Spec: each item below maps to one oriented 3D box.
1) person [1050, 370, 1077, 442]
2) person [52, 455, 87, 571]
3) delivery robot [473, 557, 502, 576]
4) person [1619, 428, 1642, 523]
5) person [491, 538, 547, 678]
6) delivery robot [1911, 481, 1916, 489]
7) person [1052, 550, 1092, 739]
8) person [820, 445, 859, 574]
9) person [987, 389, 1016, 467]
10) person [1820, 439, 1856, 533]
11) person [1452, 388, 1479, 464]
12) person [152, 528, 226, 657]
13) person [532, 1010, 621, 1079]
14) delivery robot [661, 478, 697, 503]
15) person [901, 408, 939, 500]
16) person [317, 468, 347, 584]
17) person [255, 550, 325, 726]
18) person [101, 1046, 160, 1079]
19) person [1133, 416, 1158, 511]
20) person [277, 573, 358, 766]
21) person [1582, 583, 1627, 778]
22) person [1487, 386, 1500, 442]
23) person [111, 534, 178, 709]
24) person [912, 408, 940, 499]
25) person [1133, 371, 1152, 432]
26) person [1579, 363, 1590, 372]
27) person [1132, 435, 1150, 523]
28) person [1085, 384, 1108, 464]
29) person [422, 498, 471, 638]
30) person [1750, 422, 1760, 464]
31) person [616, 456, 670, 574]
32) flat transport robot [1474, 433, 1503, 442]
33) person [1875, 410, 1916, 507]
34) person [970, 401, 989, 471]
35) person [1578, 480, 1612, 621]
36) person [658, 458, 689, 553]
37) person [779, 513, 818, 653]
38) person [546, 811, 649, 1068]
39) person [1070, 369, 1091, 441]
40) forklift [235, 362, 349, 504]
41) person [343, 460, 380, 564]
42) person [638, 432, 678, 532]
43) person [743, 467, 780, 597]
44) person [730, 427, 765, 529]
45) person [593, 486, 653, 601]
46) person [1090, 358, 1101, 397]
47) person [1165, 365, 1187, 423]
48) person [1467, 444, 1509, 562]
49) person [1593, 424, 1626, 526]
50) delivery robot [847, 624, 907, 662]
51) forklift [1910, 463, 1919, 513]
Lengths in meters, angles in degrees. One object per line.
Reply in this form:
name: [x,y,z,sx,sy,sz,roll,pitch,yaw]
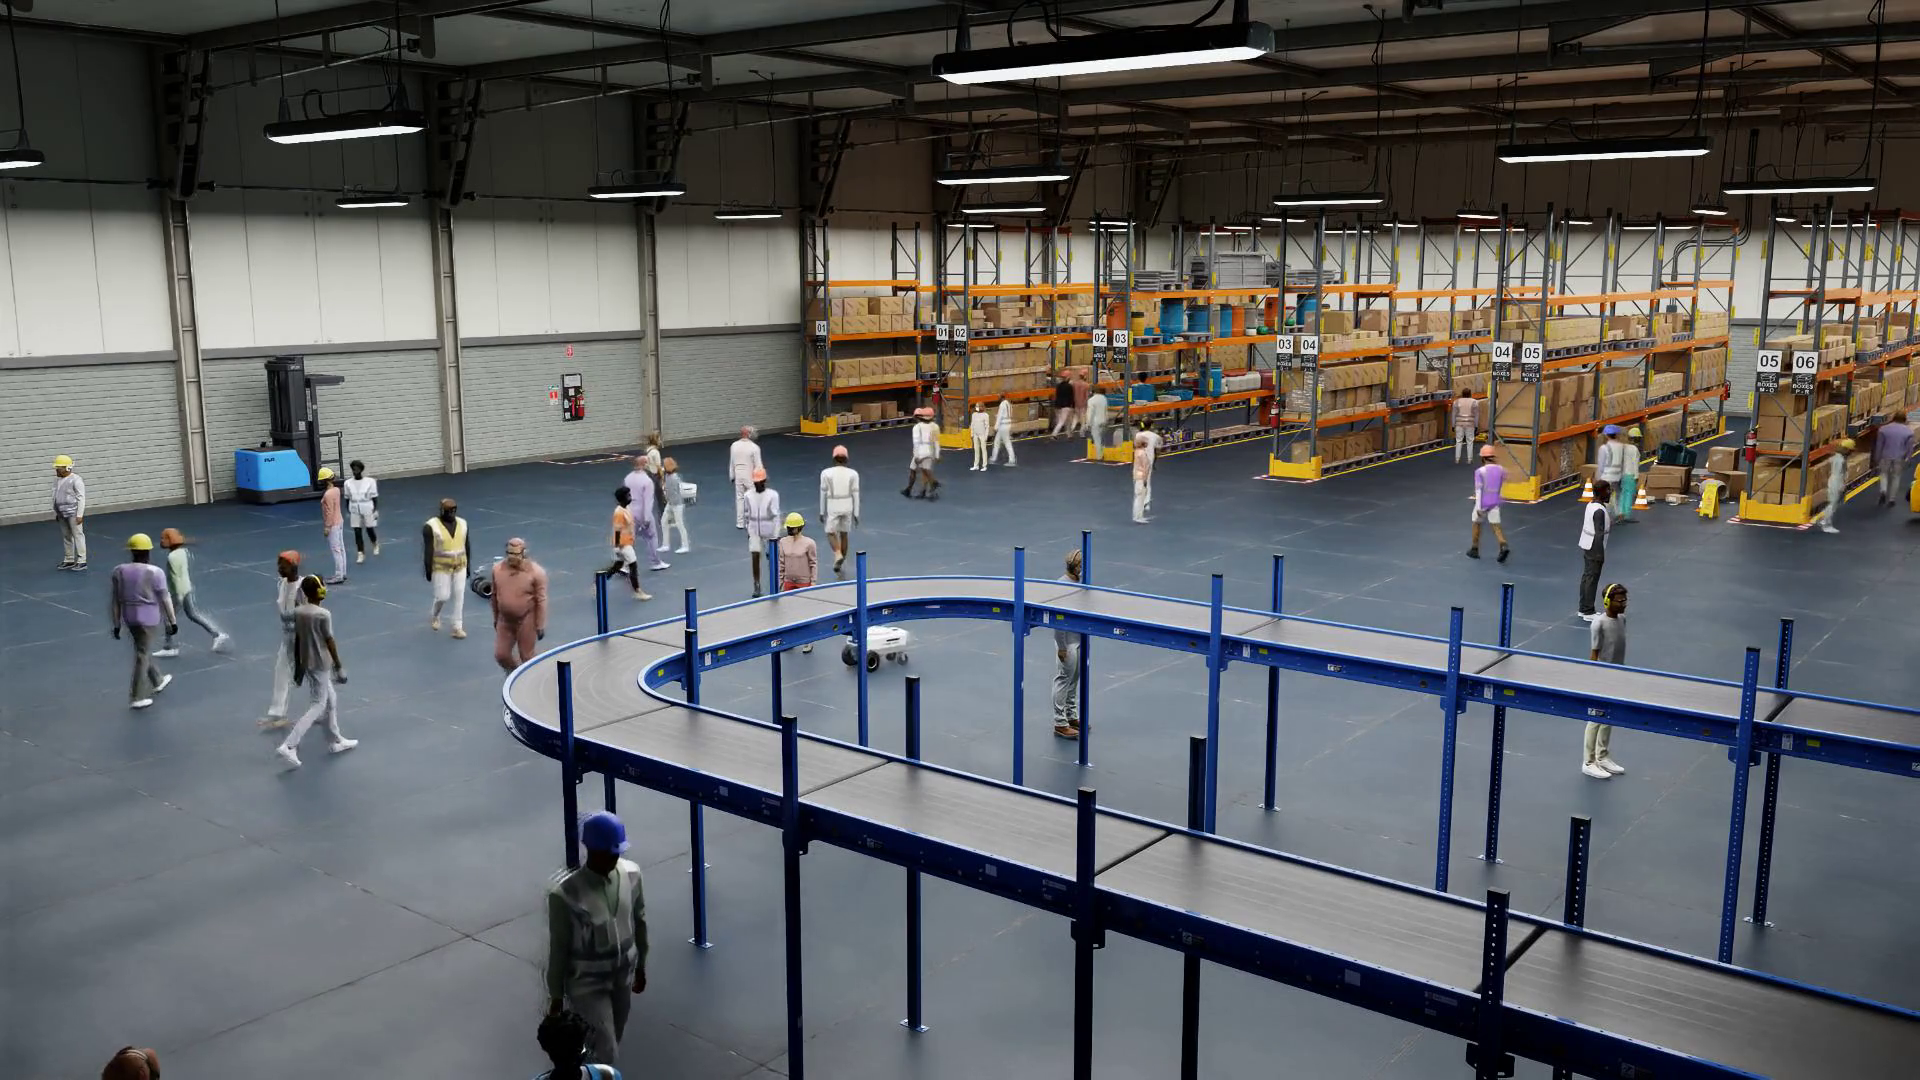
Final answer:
person: [2.807,-3.643,42.468,0.986,1.955,0.616,-6,12,-31]
person: [-14.102,-0.433,24.740,0.588,1.835,0.403,4,11,24]
delivery robot: [-6.782,0.365,22.973,0.698,0.223,0.335,-6,12,-30]
person: [12.617,-1.227,29.397,0.306,1.770,0.525,0,10,0]
person: [-4.832,0.895,17.134,0.673,1.880,0.435,2,10,10]
delivery robot: [19.779,-1.116,32.038,0.707,0.478,0.477,-8,13,-40]
person: [1.158,1.049,16.114,0.371,1.936,0.627,6,12,29]
person: [-1.864,-0.461,24.374,0.621,2.019,0.601,-3,10,-16]
person: [0.936,-2.678,37.343,0.915,1.847,0.593,1,10,7]
person: [15.790,-0.970,28.100,0.438,1.703,0.524,5,11,26]
person: [12.217,-2.763,37.830,0.621,1.845,0.429,4,11,21]
person: [-9.599,0.636,19.391,0.797,1.601,0.500,-2,10,-10]
person: [-1.689,2.829,6.760,0.530,1.697,0.321,-7,12,-35]
delivery robot: [-5.639,-0.994,31.352,0.707,0.478,0.477,-9,13,-41]
person: [-0.797,-1.766,32.167,0.975,1.881,0.575,7,13,36]
person: [-9.545,-0.220,23.759,0.327,1.760,0.523,-1,10,-7]
person: [-7.003,1.047,16.350,0.597,1.849,0.872,6,12,29]
person: [-3.414,2.930,6.477,0.555,1.598,0.809,-3,11,-19]
person: [3.618,-1.500,30.688,0.565,1.853,0.419,-4,11,-21]
person: [-6.324,1.246,15.266,0.506,1.842,0.892,7,12,35]
person: [6.144,1.318,14.821,0.517,1.865,0.327,-7,12,-36]
person: [13.086,-2.790,37.926,0.624,1.864,0.772,3,10,14]
person: [-8.998,0.862,17.324,0.617,1.873,0.967,1,10,6]
person: [-0.630,-1.824,32.440,0.610,1.890,0.704,8,13,37]
person: [4.892,-3.595,42.237,0.602,1.945,0.553,5,11,25]
person: [19.119,-4.600,47.938,0.545,1.929,0.389,-3,11,-17]
person: [3.392,-1.144,29.297,0.309,1.637,0.522,-2,10,-9]
person: [3.304,-2.828,37.951,0.678,1.926,0.579,-10,14,-44]
person: [-6.653,0.350,20.330,0.633,1.828,0.522,-10,14,-43]
person: [18.444,-2.400,35.853,0.612,1.826,0.421,6,12,30]
person: [-5.043,-0.396,24.502,0.654,1.855,1.015,7,12,35]
flat transport robot: [14.727,-2.814,42.660,1.431,0.197,0.652,-5,11,-25]
person: [18.671,-1.635,31.246,0.664,1.926,0.438,7,12,35]
person: [0.459,-2.432,36.554,0.501,1.633,0.279,7,13,36]
person: [8.647,0.133,21.313,0.391,1.920,0.587,2,10,10]
person: [-4.861,-0.569,26.146,0.663,1.606,0.526,-6,12,-29]
person: [-2.038,0.528,19.537,0.533,1.762,0.328,4,11,22]
person: [-2.049,2.388,8.671,0.825,1.930,0.622,8,13,39]
person: [3.267,-3.674,42.593,0.631,1.970,0.563,6,12,32]
forklift: [-13.803,-2.244,32.110,1.129,2.768,1.873,8,13,37]
person: [-9.695,-0.473,25.377,0.545,1.684,0.424,-1,10,-4]
person: [-5.592,-1.057,28.351,0.952,1.810,0.528,-4,11,-23]
person: [-2.892,-0.161,23.029,0.552,1.904,0.880,1,10,6]
person: [-3.868,-1.117,28.487,0.717,1.877,0.399,6,11,28]
person: [-4.908,0.046,22.539,0.834,1.668,0.537,0,10,-2]
person: [4.194,-4.797,49.254,0.570,1.849,0.380,8,13,39]
person: [6.548,-4.415,47.254,0.605,1.795,0.855,9,13,40]
person: [8.658,-0.606,25.531,0.548,1.908,0.875,-2,10,-12]
person: [11.803,-1.146,28.489,0.606,1.933,0.431,-6,12,-29]
delivery robot: [-1.001,1.219,18.900,0.707,0.478,0.477,-7,12,-34]
forklift: [19.034,-1.348,28.998,2.313,2.155,1.214,8,13,37]
